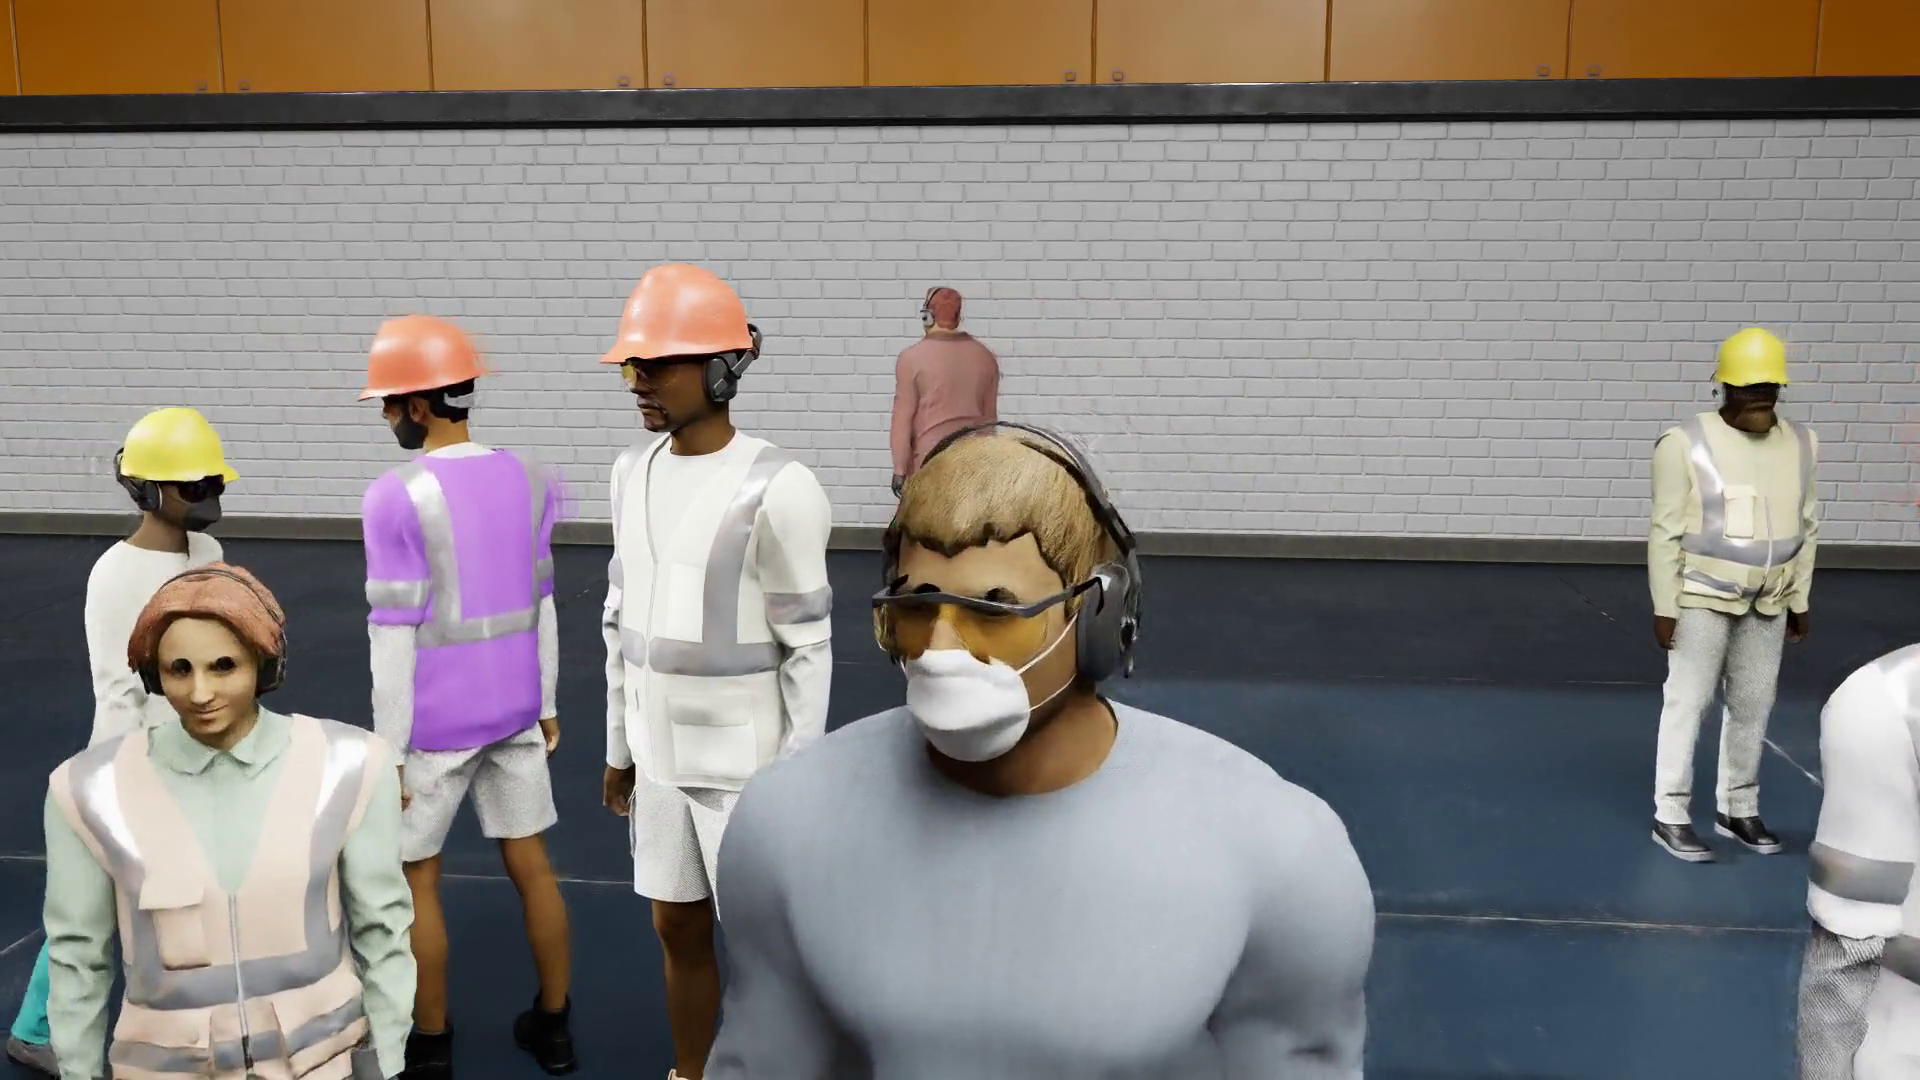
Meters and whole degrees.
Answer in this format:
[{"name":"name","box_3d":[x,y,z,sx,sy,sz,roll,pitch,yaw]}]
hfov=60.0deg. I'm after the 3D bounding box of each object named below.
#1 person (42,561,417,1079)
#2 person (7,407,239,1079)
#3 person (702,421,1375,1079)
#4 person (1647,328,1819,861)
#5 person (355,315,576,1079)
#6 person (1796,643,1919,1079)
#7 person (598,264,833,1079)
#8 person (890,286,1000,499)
[{"name":"person","box_3d":[-1.102,0.830,2.562,0.514,1.626,0.402,-4,11,-24]},{"name":"person","box_3d":[-1.979,0.526,4.035,0.872,1.707,0.539,2,10,10]},{"name":"person","box_3d":[0.025,0.852,1.560,0.659,1.917,0.677,4,11,21]},{"name":"person","box_3d":[2.634,0.187,5.687,0.606,1.817,0.403,-1,10,-8]},{"name":"person","box_3d":[-1.242,0.419,4.086,0.493,1.920,0.591,6,12,32]},{"name":"person","box_3d":[1.398,0.733,2.296,0.548,1.922,0.672,0,10,2]},{"name":"person","box_3d":[-0.551,0.453,3.510,0.615,2.042,0.372,8,13,38]},{"name":"person","box_3d":[-0.057,-0.417,8.944,0.652,1.883,0.692,-7,12,-37]}]
